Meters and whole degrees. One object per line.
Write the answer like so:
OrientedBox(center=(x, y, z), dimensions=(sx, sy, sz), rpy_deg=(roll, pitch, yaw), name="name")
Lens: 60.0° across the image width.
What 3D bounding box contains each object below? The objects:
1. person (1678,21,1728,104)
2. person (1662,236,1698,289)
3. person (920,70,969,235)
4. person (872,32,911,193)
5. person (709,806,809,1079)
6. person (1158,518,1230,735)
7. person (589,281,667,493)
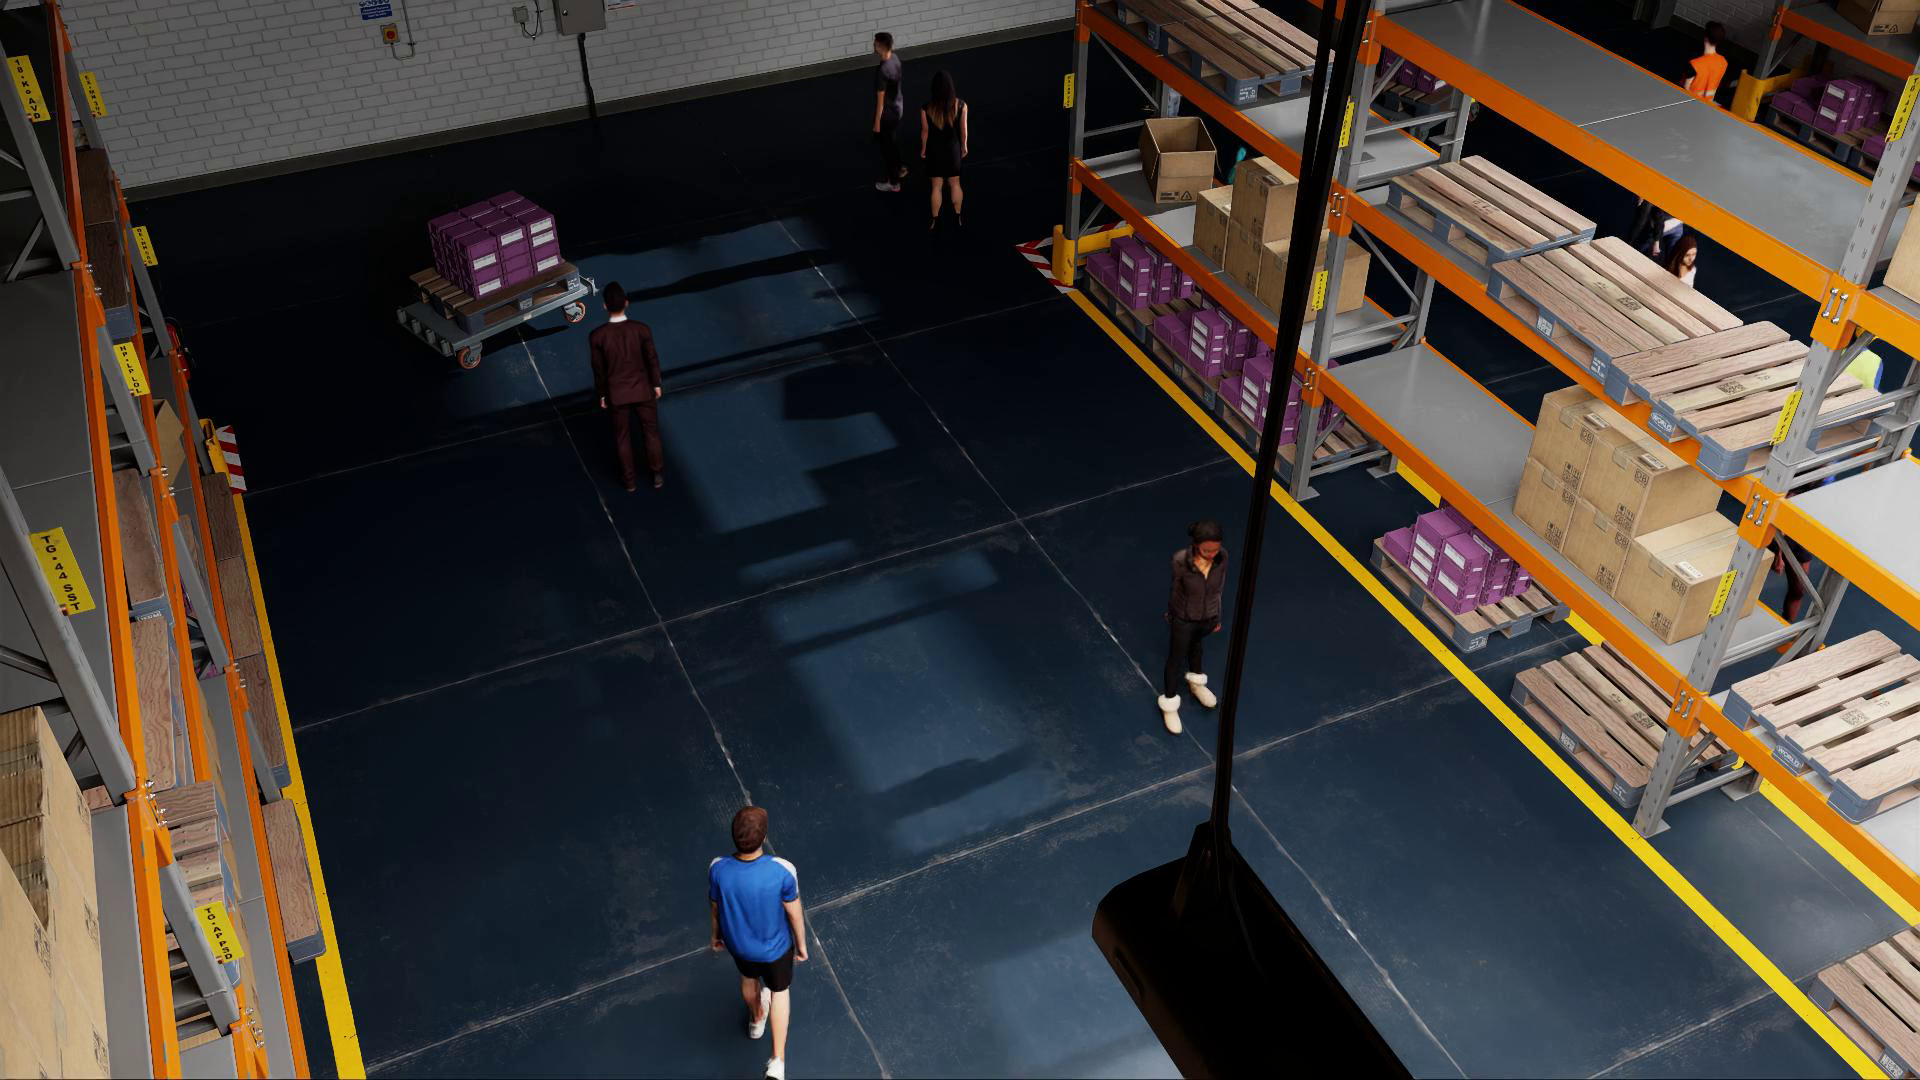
OrientedBox(center=(7.663, -4.410, 17.305), dimensions=(0.696, 1.872, 0.684), rpy_deg=(-15, 41, -18), name="person")
OrientedBox(center=(5.963, -1.906, 14.315), dimensions=(0.710, 1.689, 1.131), rpy_deg=(-12, 40, -15), name="person")
OrientedBox(center=(-0.157, -3.916, 16.809), dimensions=(0.705, 1.718, 0.678), rpy_deg=(-7, 39, -8), name="person")
OrientedBox(center=(-0.670, -4.482, 17.491), dimensions=(0.853, 1.752, 0.774), rpy_deg=(8, 39, 10), name="person")
OrientedBox(center=(-1.103, 2.240, 9.006), dimensions=(0.989, 1.838, 1.162), rpy_deg=(-1, 39, -1), name="person")
OrientedBox(center=(1.636, 0.592, 11.217), dimensions=(0.811, 1.653, 0.687), rpy_deg=(-16, 41, -19), name="person")
OrientedBox(center=(-2.649, -1.204, 13.296), dimensions=(0.721, 1.864, 0.651), rpy_deg=(-9, 39, -11), name="person")
